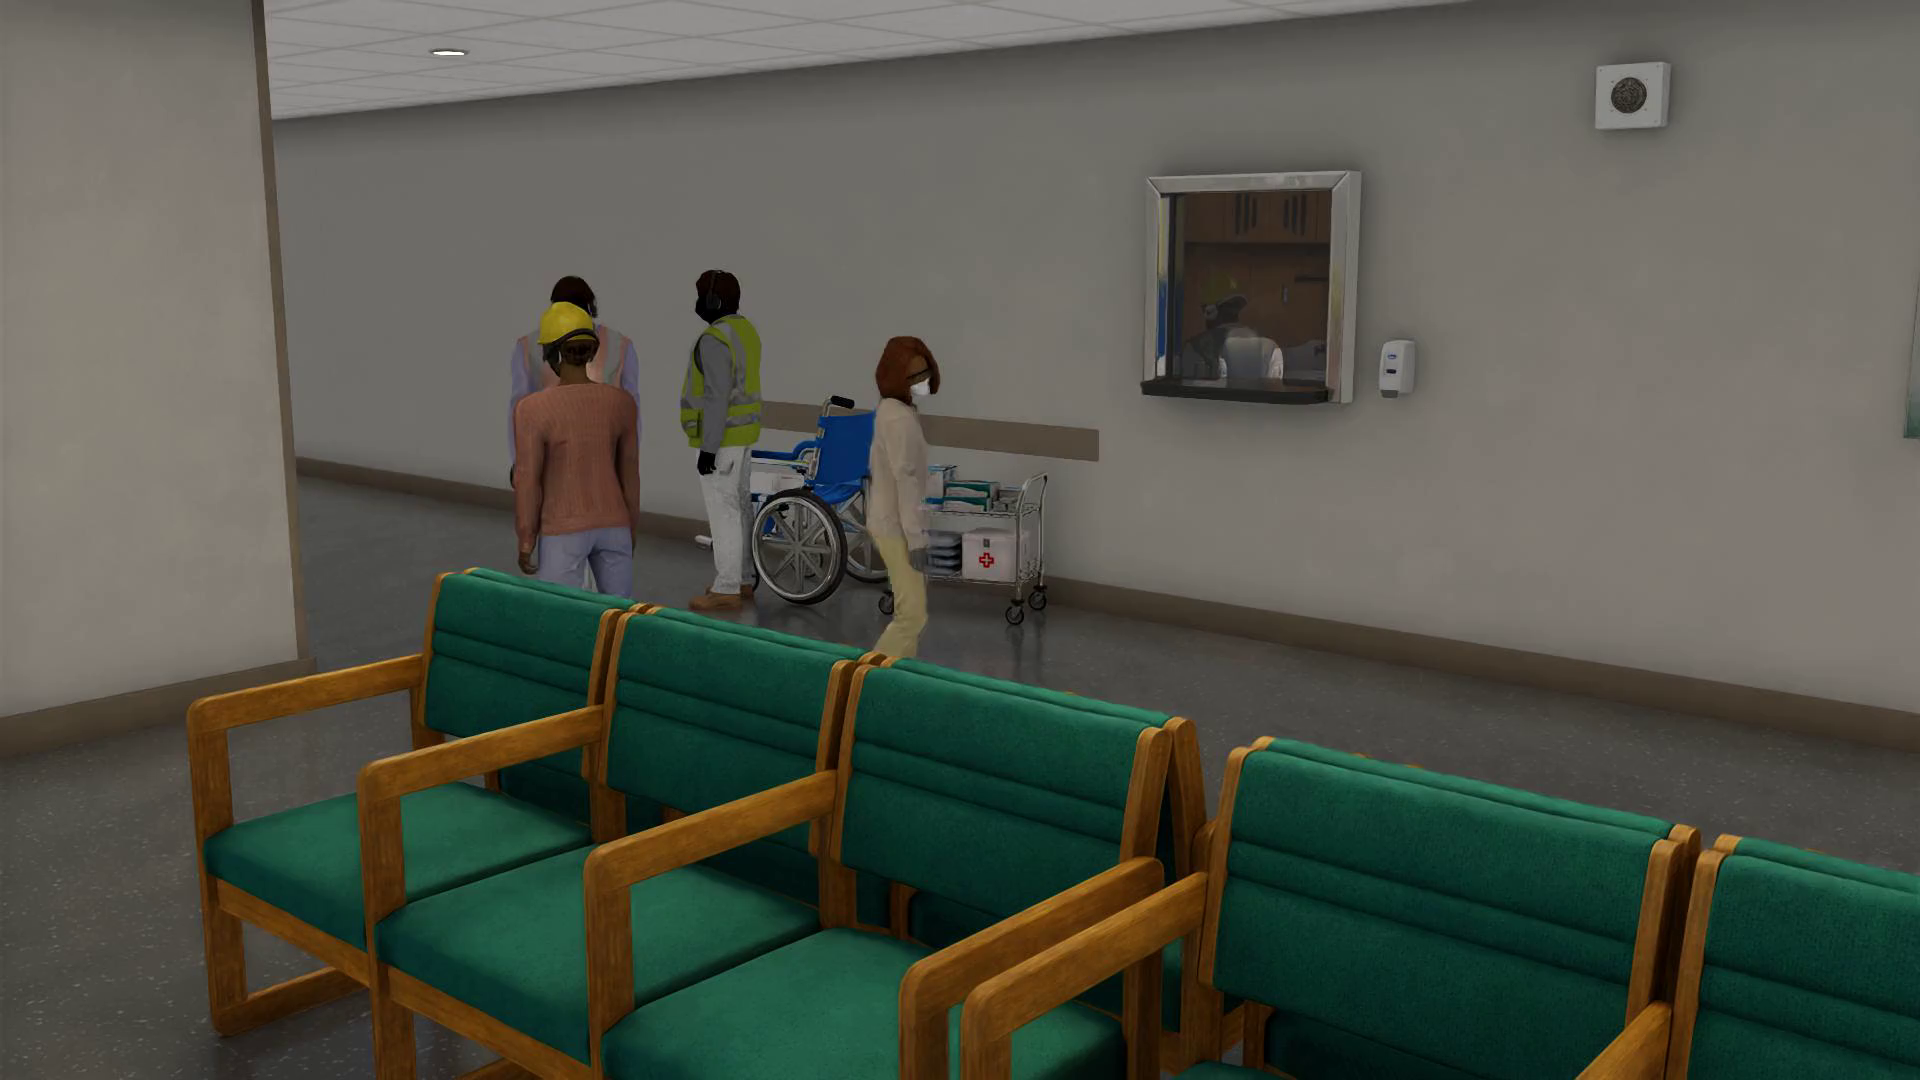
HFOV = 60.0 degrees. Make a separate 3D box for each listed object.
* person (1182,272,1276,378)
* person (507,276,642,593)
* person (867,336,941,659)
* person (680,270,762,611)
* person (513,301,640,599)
[{"bbox_3d":[1.474,-0.578,9.331,0.593,1.823,0.404,-4,11,-23],"label":"person"},{"bbox_3d":[-1.909,-0.385,8.233,0.629,1.815,0.700,-1,10,-5],"label":"person"},{"bbox_3d":[-0.243,-0.020,6.729,0.395,1.614,0.566,-1,10,-6],"label":"person"},{"bbox_3d":[-1.300,-0.539,9.052,0.429,1.843,0.633,2,10,9],"label":"person"},{"bbox_3d":[-1.474,-0.032,6.417,0.521,1.758,0.349,-9,13,-41],"label":"person"}]
